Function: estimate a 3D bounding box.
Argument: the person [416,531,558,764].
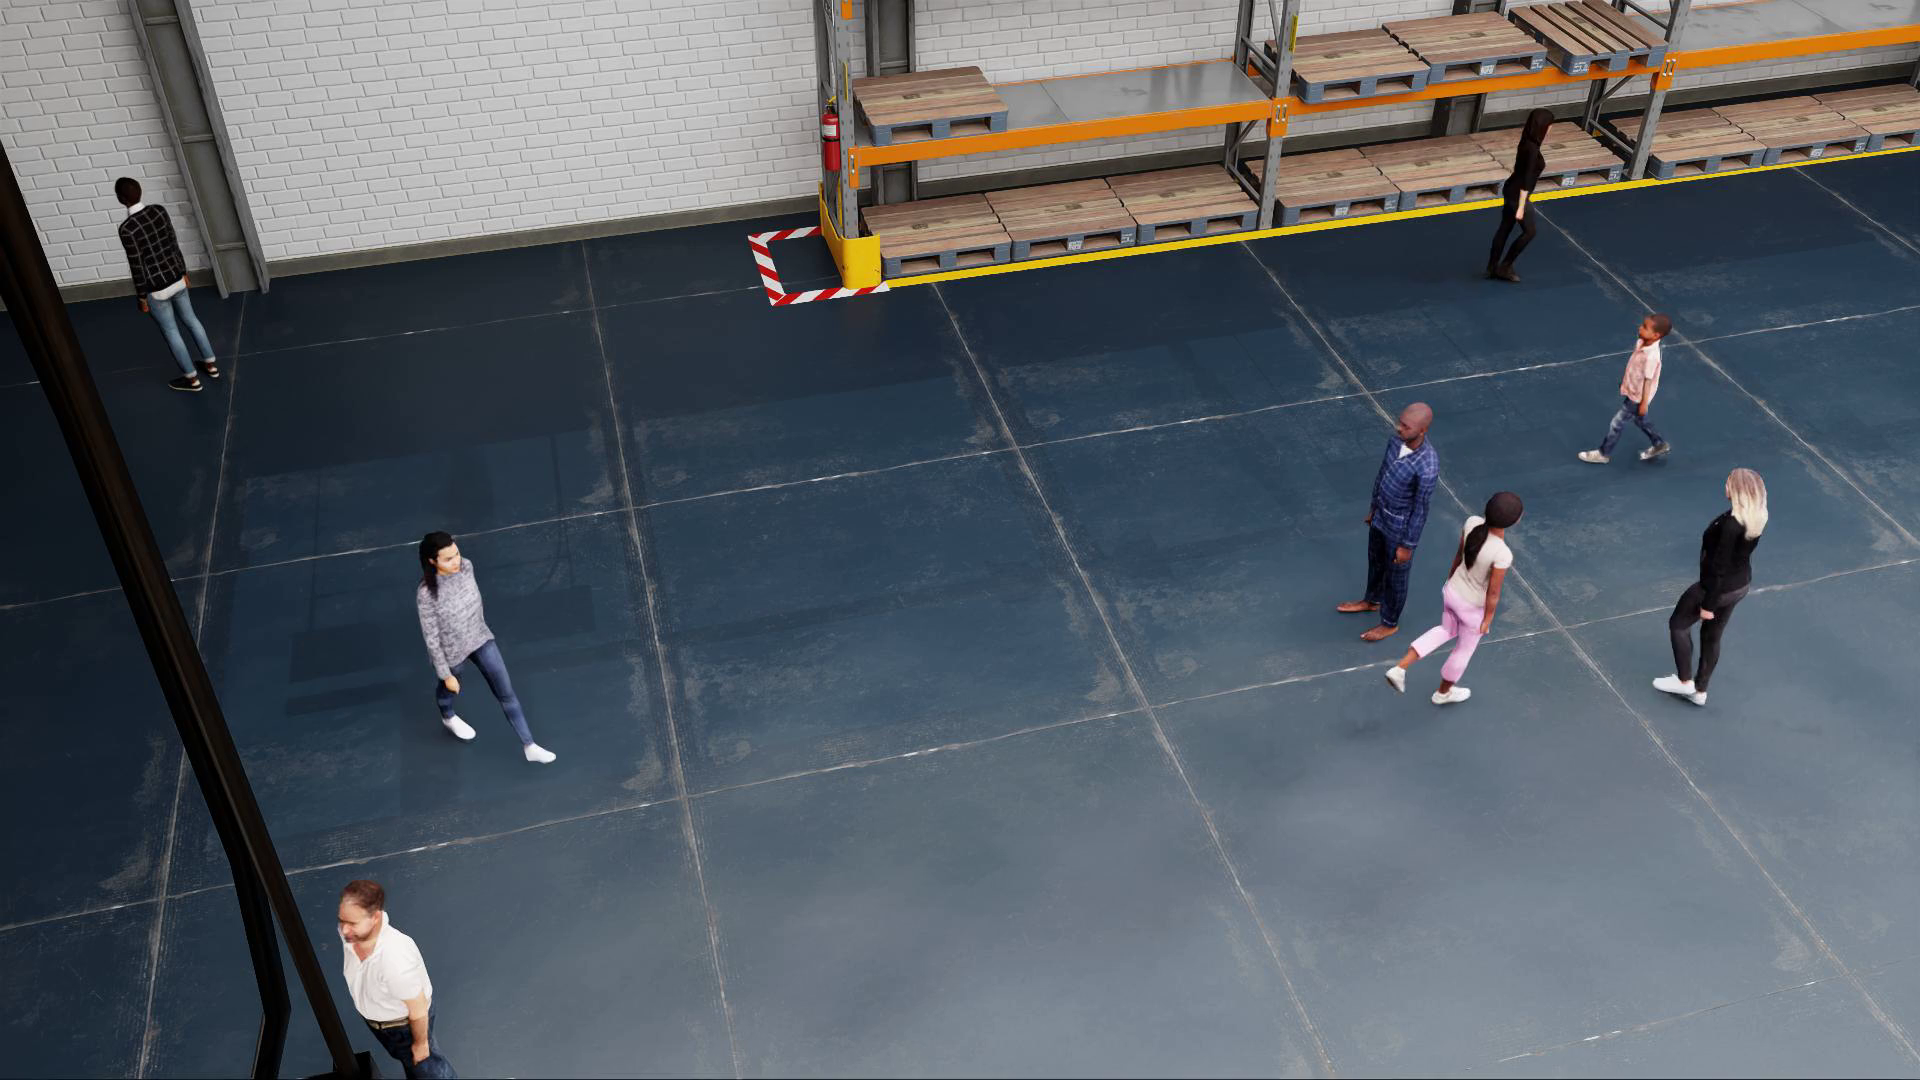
[{"bbox_3d":[-3.058,0.623,9.985,1.168,1.682,1.163,24,44,27],"label":"person"}]

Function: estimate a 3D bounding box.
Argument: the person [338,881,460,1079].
[{"bbox_3d":[-2.623,2.231,7.834,0.753,1.856,0.756,31,48,33],"label":"person"}]

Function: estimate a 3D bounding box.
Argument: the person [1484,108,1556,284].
[{"bbox_3d":[4.812,-3.002,14.564,0.650,1.633,0.664,1,39,1],"label":"person"}]

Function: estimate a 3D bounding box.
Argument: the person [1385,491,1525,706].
[{"bbox_3d":[3.057,0.406,10.224,0.866,1.724,0.652,-19,42,-22],"label":"person"}]

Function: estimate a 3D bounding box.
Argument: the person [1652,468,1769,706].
[{"bbox_3d":[4.802,0.361,10.335,0.785,1.655,0.681,32,48,33],"label":"person"}]

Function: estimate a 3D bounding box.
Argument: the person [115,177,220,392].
[{"bbox_3d":[-6.321,-2.030,13.199,0.766,1.819,0.744,14,41,17],"label":"person"}]

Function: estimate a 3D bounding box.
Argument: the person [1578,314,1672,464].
[{"bbox_3d":[5.154,-1.104,12.460,0.964,1.293,0.740,7,39,8],"label":"person"}]

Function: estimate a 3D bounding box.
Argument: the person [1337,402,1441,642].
[{"bbox_3d":[2.848,-0.146,10.838,0.609,1.820,0.664,-12,40,-15],"label":"person"}]
